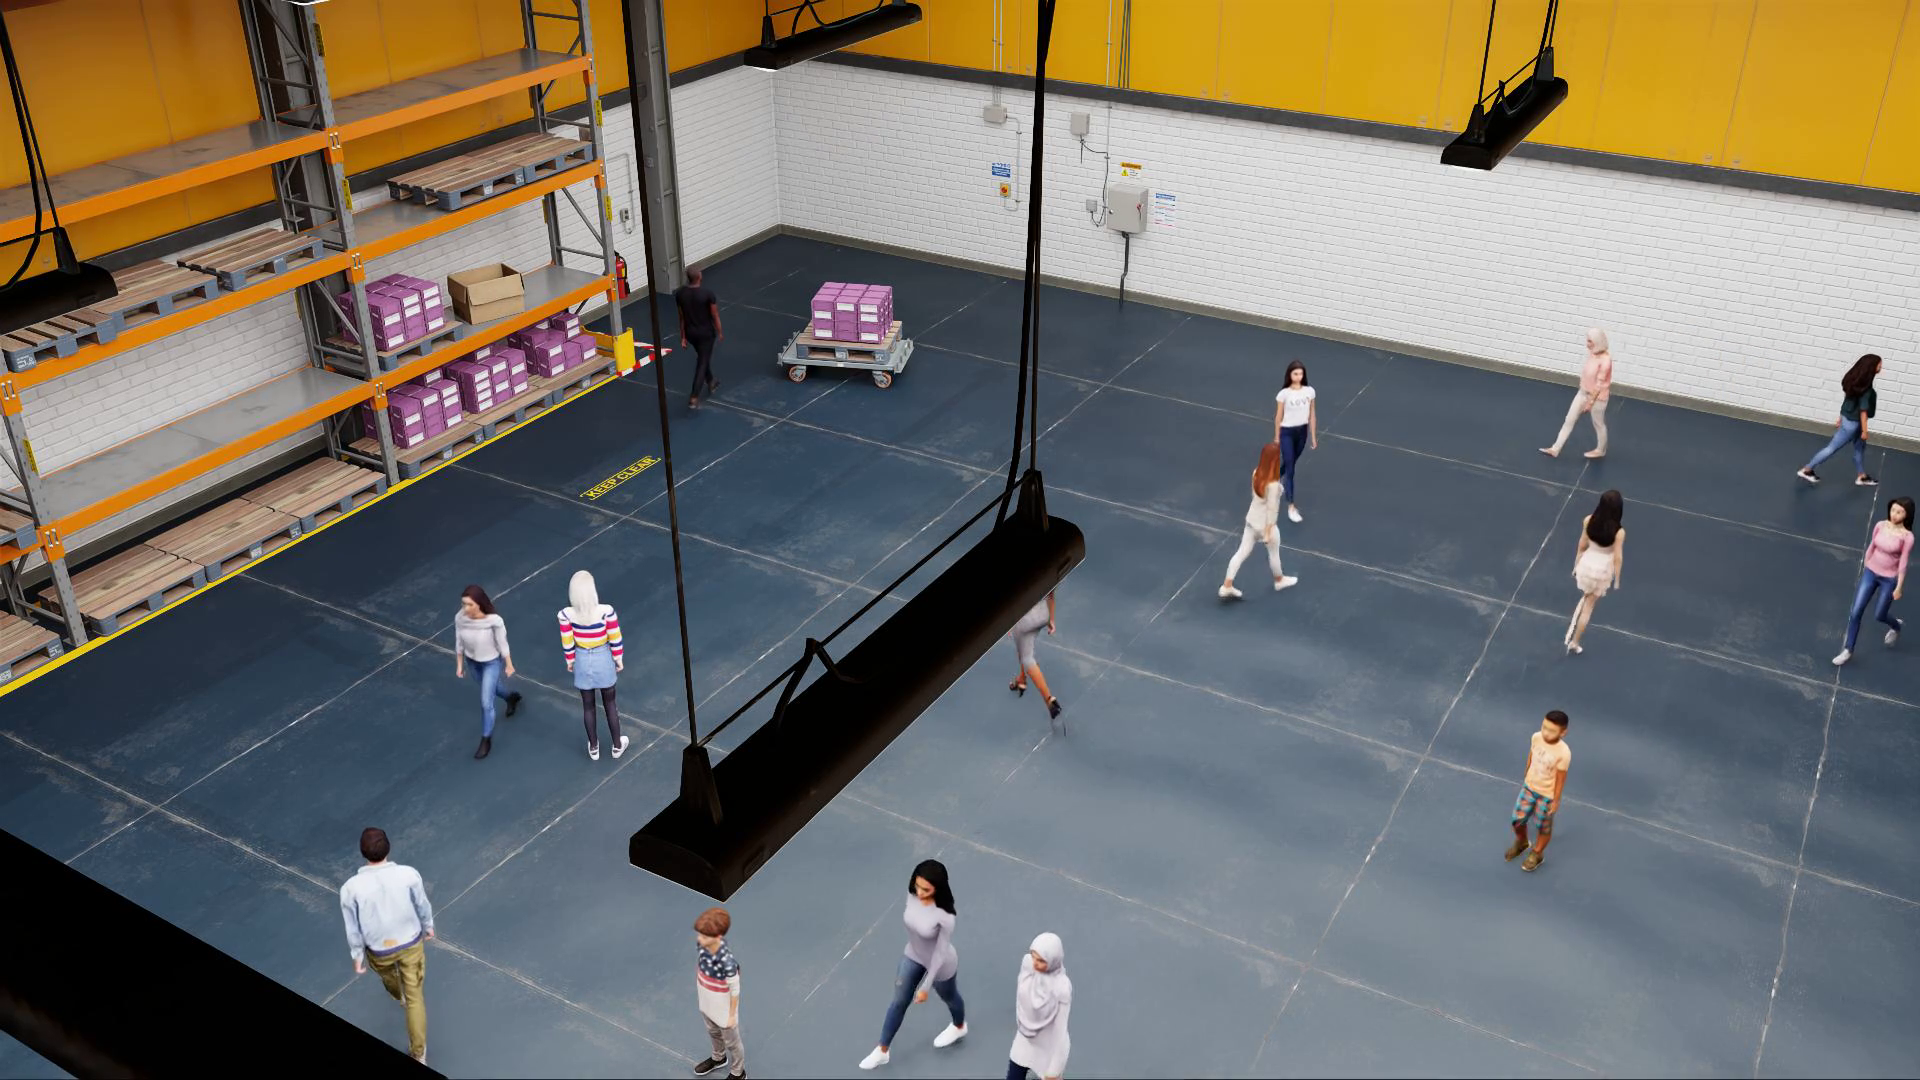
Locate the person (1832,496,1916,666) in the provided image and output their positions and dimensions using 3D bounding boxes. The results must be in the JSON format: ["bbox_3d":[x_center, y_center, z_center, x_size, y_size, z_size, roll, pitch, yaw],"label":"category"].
[{"bbox_3d":[8.650,0.358,15.501,1.120,1.718,0.941,-14,32,-24],"label":"person"}]

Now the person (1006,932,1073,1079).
[{"bbox_3d":[0.576,3.112,10.401,0.742,1.769,0.742,-19,34,-30],"label":"person"}]

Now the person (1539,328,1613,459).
[{"bbox_3d":[7.415,-1.661,19.258,1.136,1.666,1.095,-4,29,-8],"label":"person"}]

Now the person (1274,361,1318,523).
[{"bbox_3d":[3.616,-1.149,18.240,1.114,1.742,1.135,-9,30,-16],"label":"person"}]

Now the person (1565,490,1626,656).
[{"bbox_3d":[5.863,0.346,15.517,0.709,1.725,0.671,-18,33,-29],"label":"person"}]

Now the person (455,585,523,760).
[{"bbox_3d":[-4.071,1.039,14.375,0.767,1.601,1.101,10,30,17],"label":"person"}]

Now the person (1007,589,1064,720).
[{"bbox_3d":[0.668,0.790,14.673,1.101,1.753,0.990,-16,33,-27],"label":"person"}]

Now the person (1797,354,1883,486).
[{"bbox_3d":[9.960,-1.321,18.728,0.888,1.575,1.120,6,29,10],"label":"person"}]

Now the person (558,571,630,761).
[{"bbox_3d":[-3.105,1.061,14.116,0.725,1.810,0.727,-2,29,-3],"label":"person"}]

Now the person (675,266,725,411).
[{"bbox_3d":[-3.244,-2.467,20.623,0.828,1.773,1.293,9,30,16],"label":"person"}]

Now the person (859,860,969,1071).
[{"bbox_3d":[-0.107,2.782,11.075,1.136,1.701,0.804,-22,36,-35],"label":"person"}]

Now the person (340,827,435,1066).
[{"bbox_3d":[-3.758,2.745,11.069,1.192,1.771,1.205,-10,30,-18],"label":"person"}]

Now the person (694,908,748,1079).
[{"bbox_3d":[-1.588,3.004,10.942,0.561,1.439,0.565,-25,37,-38],"label":"person"}]

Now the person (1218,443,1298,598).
[{"bbox_3d":[2.904,-0.141,16.467,1.204,1.670,1.027,-12,31,-21],"label":"person"}]

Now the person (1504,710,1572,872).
[{"bbox_3d":[4.567,1.919,12.919,0.640,1.451,0.604,-22,35,-34],"label":"person"}]
